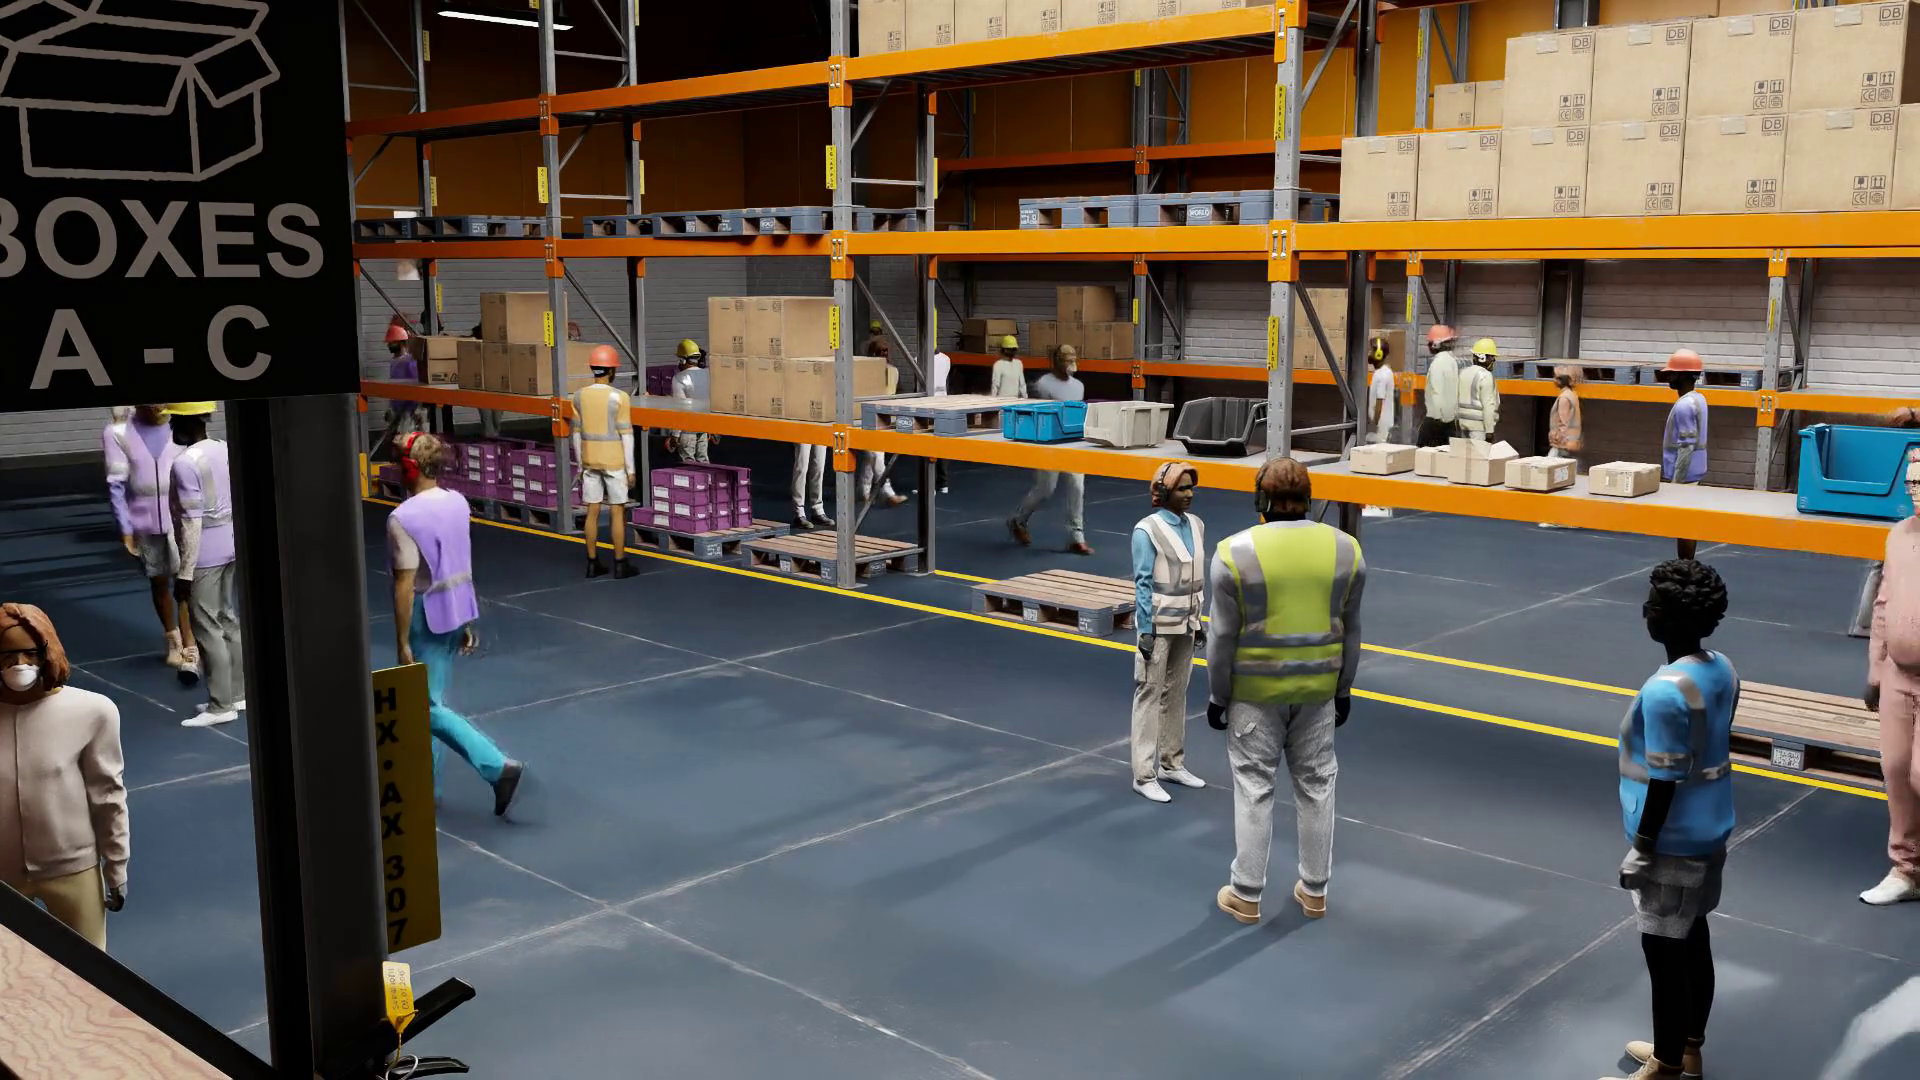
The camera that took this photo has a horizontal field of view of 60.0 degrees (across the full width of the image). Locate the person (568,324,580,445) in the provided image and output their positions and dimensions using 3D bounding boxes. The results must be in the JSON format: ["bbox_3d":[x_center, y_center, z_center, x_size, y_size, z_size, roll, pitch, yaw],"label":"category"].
[{"bbox_3d":[-4.714,-1.721,20.570,0.805,1.877,0.658,5,10,27],"label":"person"}]

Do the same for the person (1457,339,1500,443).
[{"bbox_3d":[5.465,-1.200,17.526,0.404,1.827,0.588,-2,9,-11],"label":"person"}]

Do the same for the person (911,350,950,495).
[{"bbox_3d":[-0.325,-1.465,18.878,0.370,1.914,0.597,7,12,37],"label":"person"}]

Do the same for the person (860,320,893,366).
[{"bbox_3d":[-1.310,-2.559,26.048,0.533,1.765,0.331,-1,9,-8],"label":"person"}]

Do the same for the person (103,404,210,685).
[{"bbox_3d":[-4.960,-0.106,10.363,0.599,1.976,1.100,-4,10,-21],"label":"person"}]

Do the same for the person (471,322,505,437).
[{"bbox_3d":[-6.204,-1.943,21.898,0.634,1.901,0.980,-5,11,-30],"label":"person"}]

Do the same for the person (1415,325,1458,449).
[{"bbox_3d":[5.365,-1.407,18.434,1.009,1.951,0.636,7,12,38],"label":"person"}]

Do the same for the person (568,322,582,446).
[{"bbox_3d":[-5.151,-1.921,21.837,0.984,1.854,0.658,7,12,37],"label":"person"}]

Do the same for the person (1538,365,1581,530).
[{"bbox_3d":[5.855,-0.903,16.295,0.460,1.621,0.545,5,11,28],"label":"person"}]

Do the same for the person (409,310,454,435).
[{"bbox_3d":[-7.018,-2.060,22.144,0.681,2.000,0.536,1,9,4],"label":"person"}]

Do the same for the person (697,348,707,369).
[{"bbox_3d":[-2.928,-1.287,18.489,0.334,1.689,0.533,-3,10,-17],"label":"person"}]

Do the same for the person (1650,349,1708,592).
[{"bbox_3d":[5.632,-0.520,13.013,0.373,1.939,0.545,6,11,31],"label":"person"}]

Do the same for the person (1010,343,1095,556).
[{"bbox_3d":[0.841,-0.831,15.031,0.633,1.911,0.880,-7,12,-38],"label":"person"}]

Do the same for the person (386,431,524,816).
[{"bbox_3d":[-2.403,0.401,7.728,0.766,1.824,0.570,2,10,13],"label":"person"}]

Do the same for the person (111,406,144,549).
[{"bbox_3d":[-7.507,-0.828,15.186,0.348,1.847,0.505,6,11,31],"label":"person"}]

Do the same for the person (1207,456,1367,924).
[{"bbox_3d":[1.251,0.589,6.517,0.626,1.842,0.429,-2,9,-9],"label":"person"}]

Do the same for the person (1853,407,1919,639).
[{"bbox_3d":[6.560,-0.103,11.461,0.736,1.615,0.528,1,9,6],"label":"person"}]

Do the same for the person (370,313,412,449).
[{"bbox_3d":[-7.924,-2.271,23.763,1.045,1.943,0.607,-6,11,-33],"label":"person"}]

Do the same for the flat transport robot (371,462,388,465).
[{"bbox_3d":[-7.391,-0.793,19.786,1.431,0.197,0.652,-2,10,-15],"label":"flat transport robot"}]

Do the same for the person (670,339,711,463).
[{"bbox_3d":[-2.801,-1.161,17.266,0.404,1.831,0.600,5,11,30],"label":"person"}]

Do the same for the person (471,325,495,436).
[{"bbox_3d":[-6.355,-1.964,22.248,0.406,1.829,0.714,-5,10,-26],"label":"person"}]

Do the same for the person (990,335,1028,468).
[{"bbox_3d":[0.580,-1.815,21.637,0.933,1.717,0.521,8,12,39],"label":"person"}]

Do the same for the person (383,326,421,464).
[{"bbox_3d":[-6.607,-1.593,19.749,0.934,1.898,0.551,-8,12,-39],"label":"person"}]

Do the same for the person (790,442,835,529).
[{"bbox_3d":[-1.467,-1.055,16.465,0.355,1.883,0.573,8,13,42],"label":"person"}]

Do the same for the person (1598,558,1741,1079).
[{"bbox_3d":[2.169,0.896,5.070,0.320,1.697,0.531,8,12,40],"label":"person"}]

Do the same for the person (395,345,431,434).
[{"bbox_3d":[-6.699,-1.580,20.443,0.507,1.631,0.265,1,9,5],"label":"person"}]

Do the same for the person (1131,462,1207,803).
[{"bbox_3d":[1.014,0.433,8.082,0.308,1.640,0.511,8,12,41],"label":"person"}]

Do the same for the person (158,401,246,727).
[{"bbox_3d":[-4.258,0.091,9.349,0.396,1.926,0.617,0,9,-2],"label":"person"}]

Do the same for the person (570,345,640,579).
[{"bbox_3d":[-2.925,-0.639,13.744,0.544,1.937,0.366,3,10,18],"label":"person"}]

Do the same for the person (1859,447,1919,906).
[{"bbox_3d":[3.855,0.561,6.575,0.418,1.877,0.691,-3,10,-16],"label":"person"}]

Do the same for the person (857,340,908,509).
[{"bbox_3d":[-0.853,-1.247,17.901,0.938,1.794,0.635,9,13,43],"label":"person"}]

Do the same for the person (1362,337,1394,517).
[{"bbox_3d":[4.236,-1.151,17.124,0.493,1.857,0.552,2,10,13],"label":"person"}]

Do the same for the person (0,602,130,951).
[{"bbox_3d":[-2.662,0.976,4.798,0.497,1.629,0.276,-4,10,-24],"label":"person"}]
